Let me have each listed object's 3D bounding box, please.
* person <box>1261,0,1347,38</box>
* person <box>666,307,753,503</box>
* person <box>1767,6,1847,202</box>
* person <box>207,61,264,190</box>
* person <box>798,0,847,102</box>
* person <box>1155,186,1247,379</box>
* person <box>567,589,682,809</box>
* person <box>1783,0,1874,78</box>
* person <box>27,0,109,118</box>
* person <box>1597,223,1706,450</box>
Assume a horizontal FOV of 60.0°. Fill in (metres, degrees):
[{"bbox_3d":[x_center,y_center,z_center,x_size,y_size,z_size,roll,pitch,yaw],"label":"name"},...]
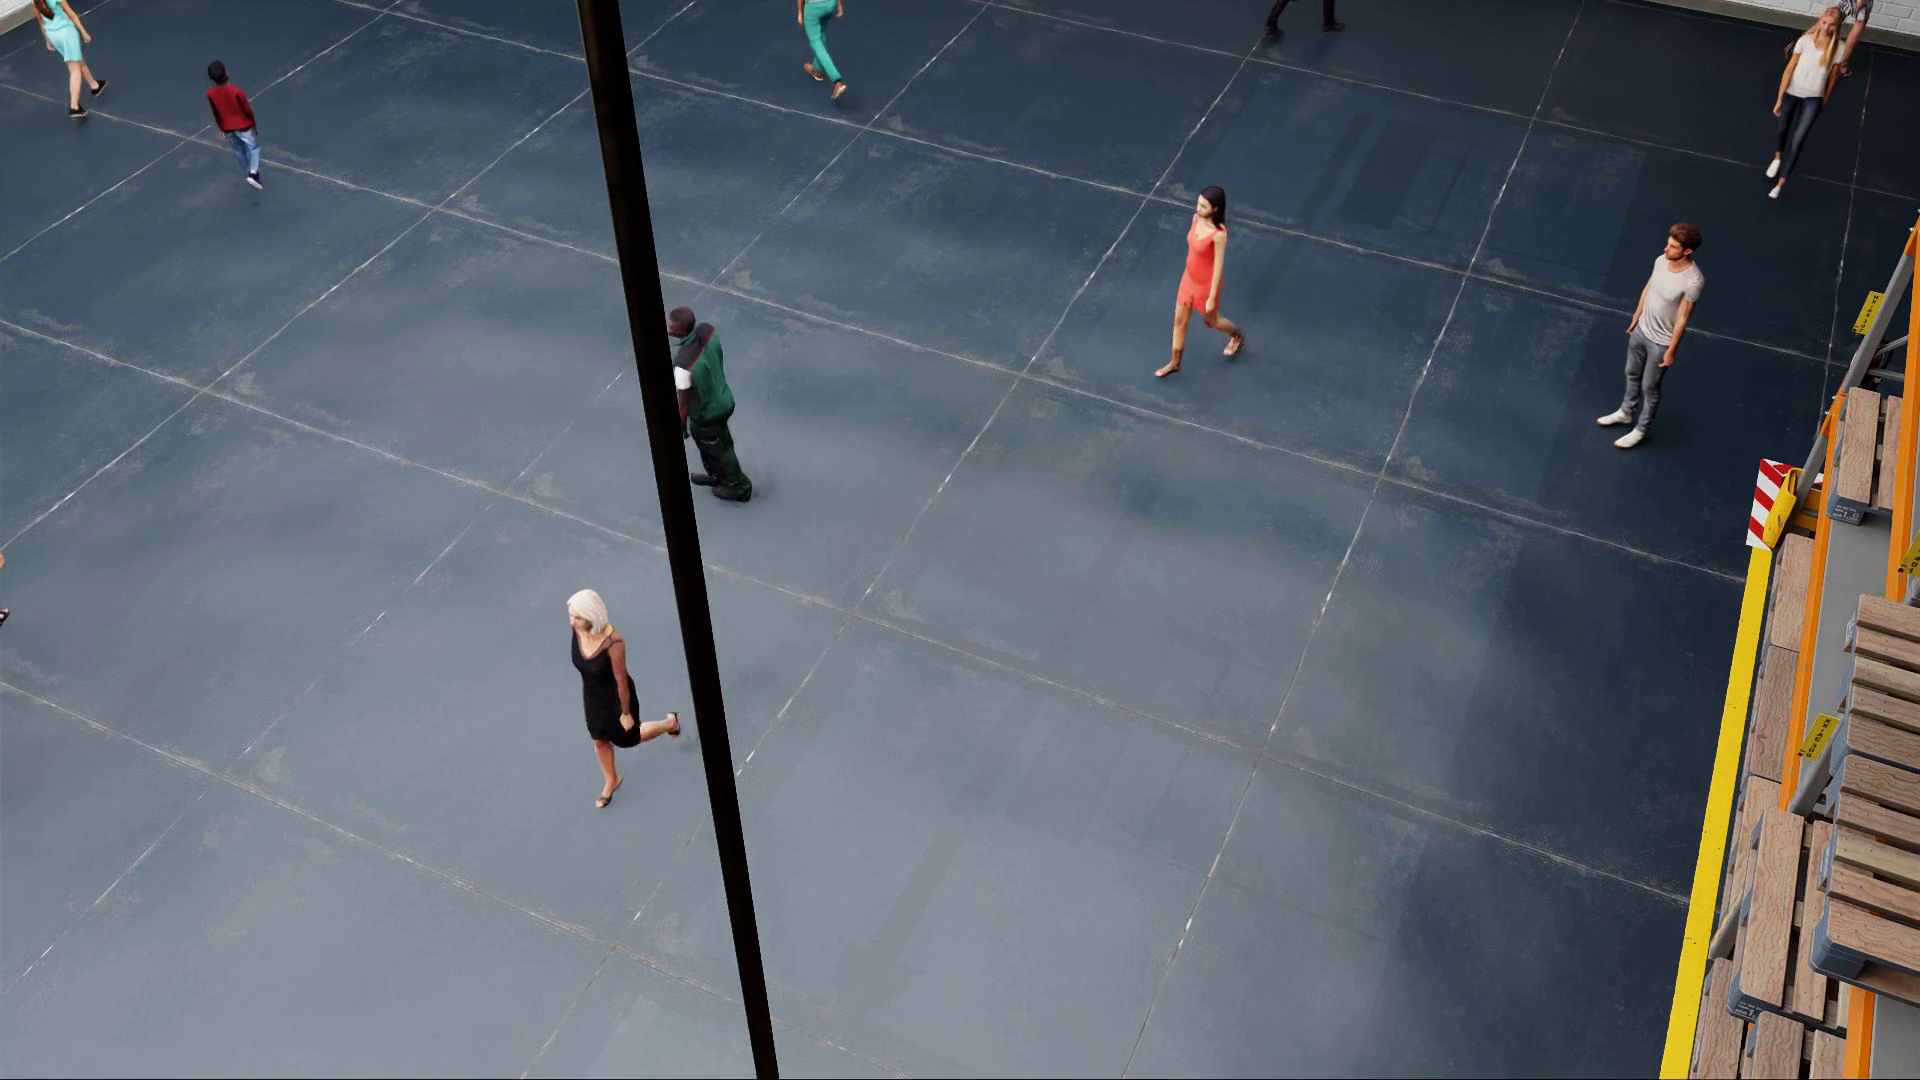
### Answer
[{"bbox_3d":[3.590,-6.064,17.319,1.260,1.794,1.131,-18,46,-18],"label":"person"},{"bbox_3d":[-1.763,-0.952,11.943,0.871,1.808,0.773,17,46,17],"label":"person"},{"bbox_3d":[7.713,-4.069,15.242,0.696,1.770,1.175,23,48,23],"label":"person"},{"bbox_3d":[-6.685,-3.794,15.334,0.671,1.245,0.771,-3,44,-3],"label":"person"},{"bbox_3d":[-1.348,-5.234,16.489,1.167,1.737,1.053,-27,50,-26],"label":"person"},{"bbox_3d":[1.995,-2.054,13.182,1.158,1.693,1.000,-22,48,-22],"label":"person"},{"bbox_3d":[-2.049,0.902,10.054,0.728,1.727,1.013,28,50,26],"label":"person"},{"bbox_3d":[8.945,-5.520,16.744,0.895,1.797,1.025,3,44,3],"label":"person"},{"bbox_3d":[-8.792,-4.888,16.275,0.749,1.531,1.103,6,44,6],"label":"person"},{"bbox_3d":[5.263,-1.552,12.515,0.809,1.887,0.742,-13,45,-13],"label":"person"}]
